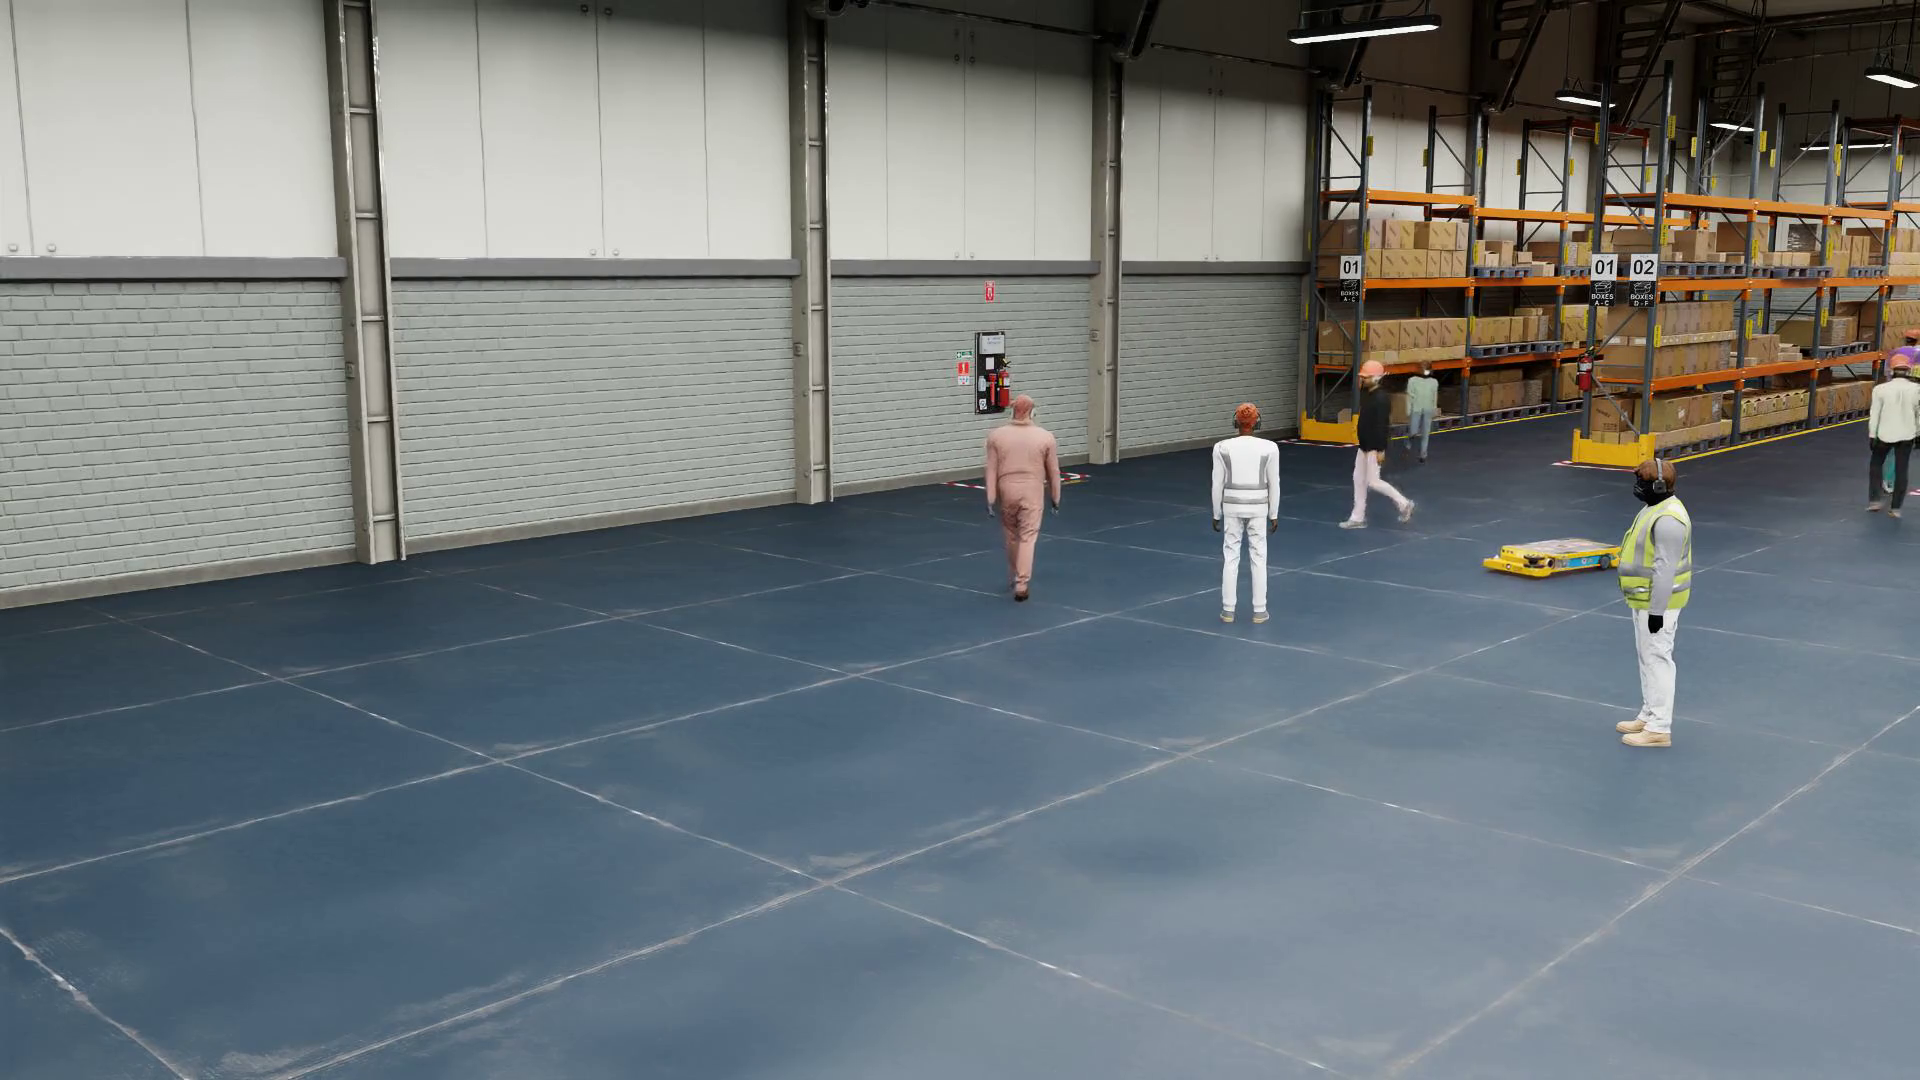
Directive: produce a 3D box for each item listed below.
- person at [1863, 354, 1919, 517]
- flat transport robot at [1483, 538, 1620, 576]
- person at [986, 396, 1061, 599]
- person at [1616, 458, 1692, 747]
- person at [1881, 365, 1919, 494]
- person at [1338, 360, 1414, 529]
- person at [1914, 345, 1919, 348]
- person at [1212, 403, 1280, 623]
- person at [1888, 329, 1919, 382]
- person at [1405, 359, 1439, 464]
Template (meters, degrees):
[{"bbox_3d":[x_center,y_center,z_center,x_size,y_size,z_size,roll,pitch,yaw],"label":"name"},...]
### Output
[{"bbox_3d":[11.453,-1.280,20.376,0.643,1.973,0.644,3,10,17],"label":"person"},{"bbox_3d":[6.024,0.163,16.742,1.431,0.197,0.652,-5,11,-30],"label":"flat transport robot"},{"bbox_3d":[0.593,-0.406,15.412,0.667,1.853,1.017,2,9,11],"label":"person"},{"bbox_3d":[4.412,0.392,10.609,0.430,1.836,0.627,2,10,13],"label":"person"},{"bbox_3d":[12.592,-1.458,22.114,0.544,1.738,0.401,-1,9,-8],"label":"person"},{"bbox_3d":[4.824,-1.092,19.230,0.725,1.980,0.615,-1,9,-7],"label":"person"},{"bbox_3d":[18.320,-3.077,31.629,0.335,1.873,0.521,-9,13,-44],"label":"person"},{"bbox_3d":[2.438,-0.226,14.212,0.574,1.882,0.356,2,9,11],"label":"person"},{"bbox_3d":[17.499,-2.957,30.811,0.566,1.899,0.840,7,12,36],"label":"person"},{"bbox_3d":[7.126,-1.990,25.733,0.518,1.618,0.456,-1,9,-3],"label":"person"}]
